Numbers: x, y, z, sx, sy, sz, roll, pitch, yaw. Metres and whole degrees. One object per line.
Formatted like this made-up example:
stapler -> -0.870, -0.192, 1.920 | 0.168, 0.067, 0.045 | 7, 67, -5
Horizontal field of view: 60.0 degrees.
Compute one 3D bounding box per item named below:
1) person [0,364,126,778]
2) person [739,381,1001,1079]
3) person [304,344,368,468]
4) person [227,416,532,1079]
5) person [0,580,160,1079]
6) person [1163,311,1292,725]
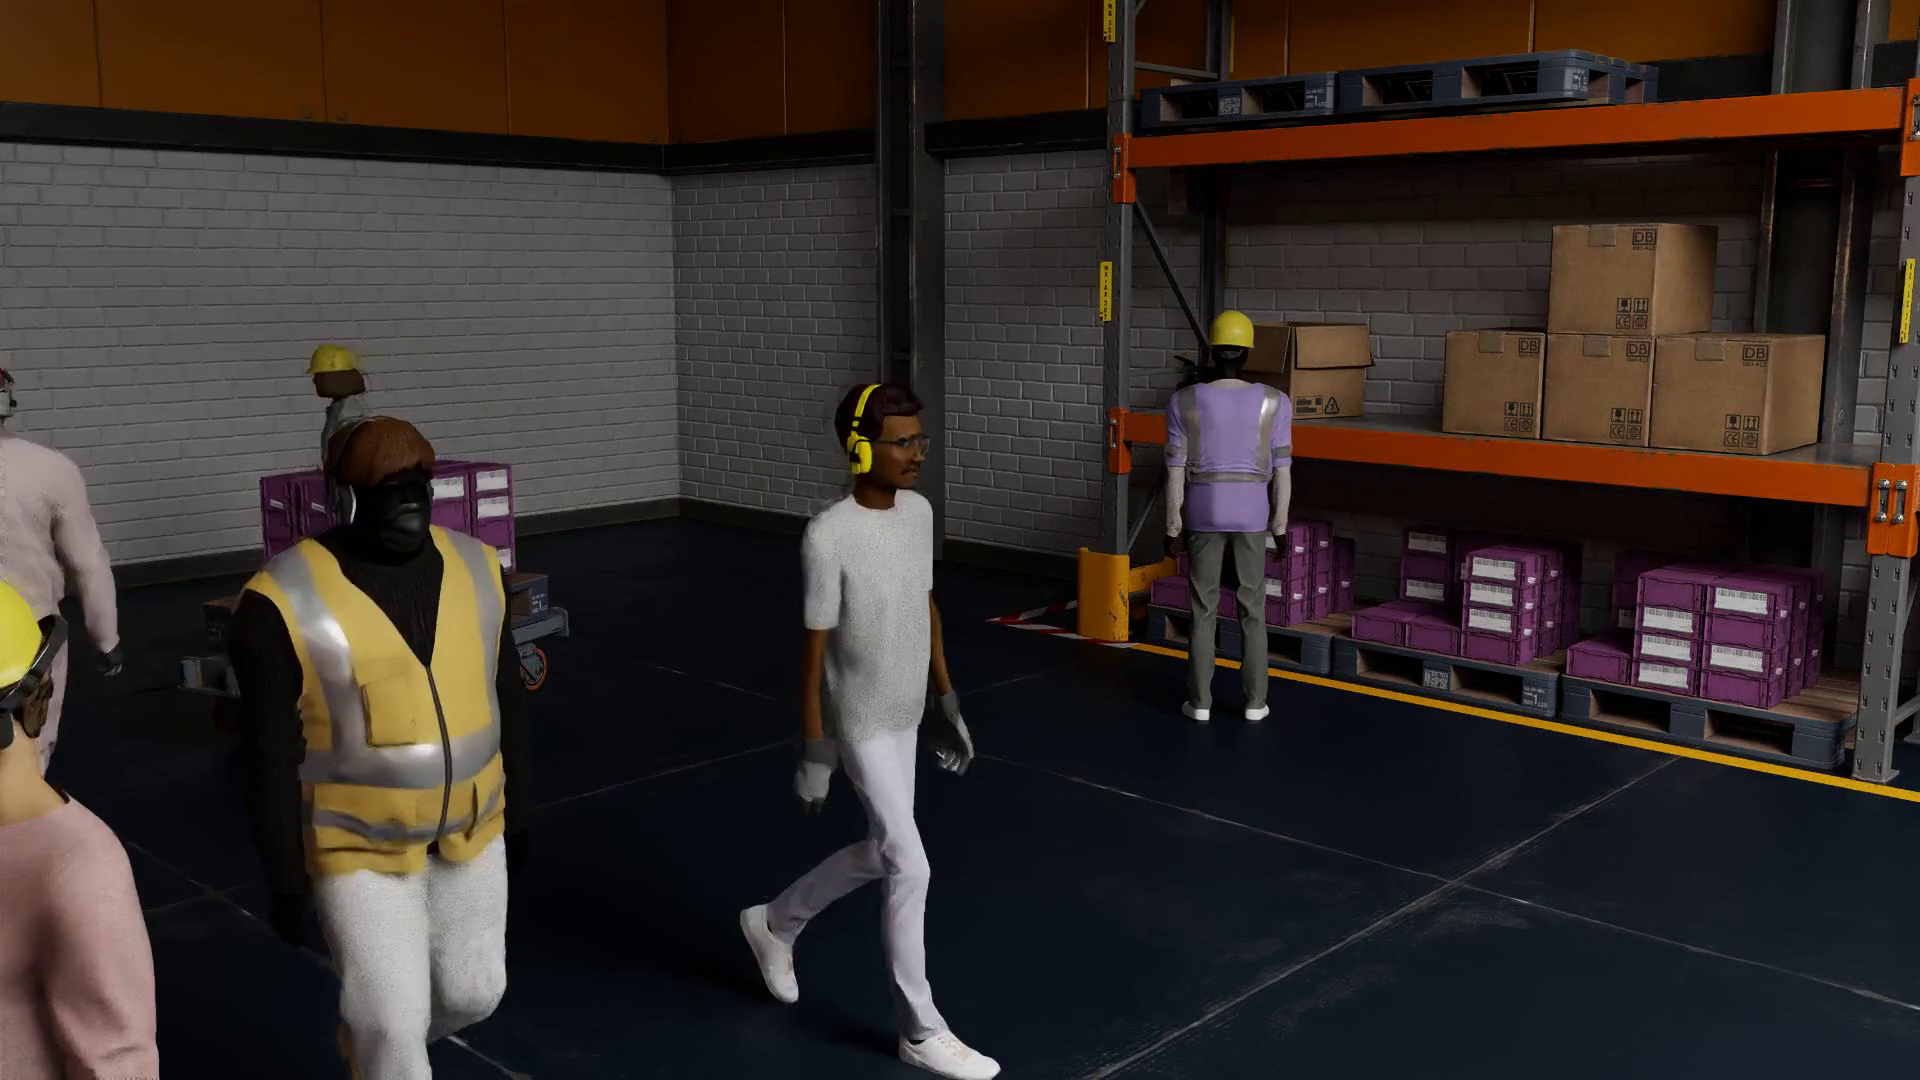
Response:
person -> -3.048, 0.330, 5.332 | 0.656, 1.867, 0.884 | -1, 9, -5
person -> -0.270, 0.486, 4.461 | 0.822, 1.845, 0.533 | 5, 11, 29
person -> -3.236, -0.197, 8.989 | 0.581, 1.723, 0.495 | -4, 10, -25
person -> -1.248, 0.628, 3.634 | 0.677, 1.823, 0.636 | 9, 13, 43
person -> -1.240, 0.894, 2.195 | 0.523, 1.761, 0.328 | 7, 12, 38
person -> 1.238, -0.098, 7.761 | 0.591, 1.926, 0.387 | 1, 9, 4
